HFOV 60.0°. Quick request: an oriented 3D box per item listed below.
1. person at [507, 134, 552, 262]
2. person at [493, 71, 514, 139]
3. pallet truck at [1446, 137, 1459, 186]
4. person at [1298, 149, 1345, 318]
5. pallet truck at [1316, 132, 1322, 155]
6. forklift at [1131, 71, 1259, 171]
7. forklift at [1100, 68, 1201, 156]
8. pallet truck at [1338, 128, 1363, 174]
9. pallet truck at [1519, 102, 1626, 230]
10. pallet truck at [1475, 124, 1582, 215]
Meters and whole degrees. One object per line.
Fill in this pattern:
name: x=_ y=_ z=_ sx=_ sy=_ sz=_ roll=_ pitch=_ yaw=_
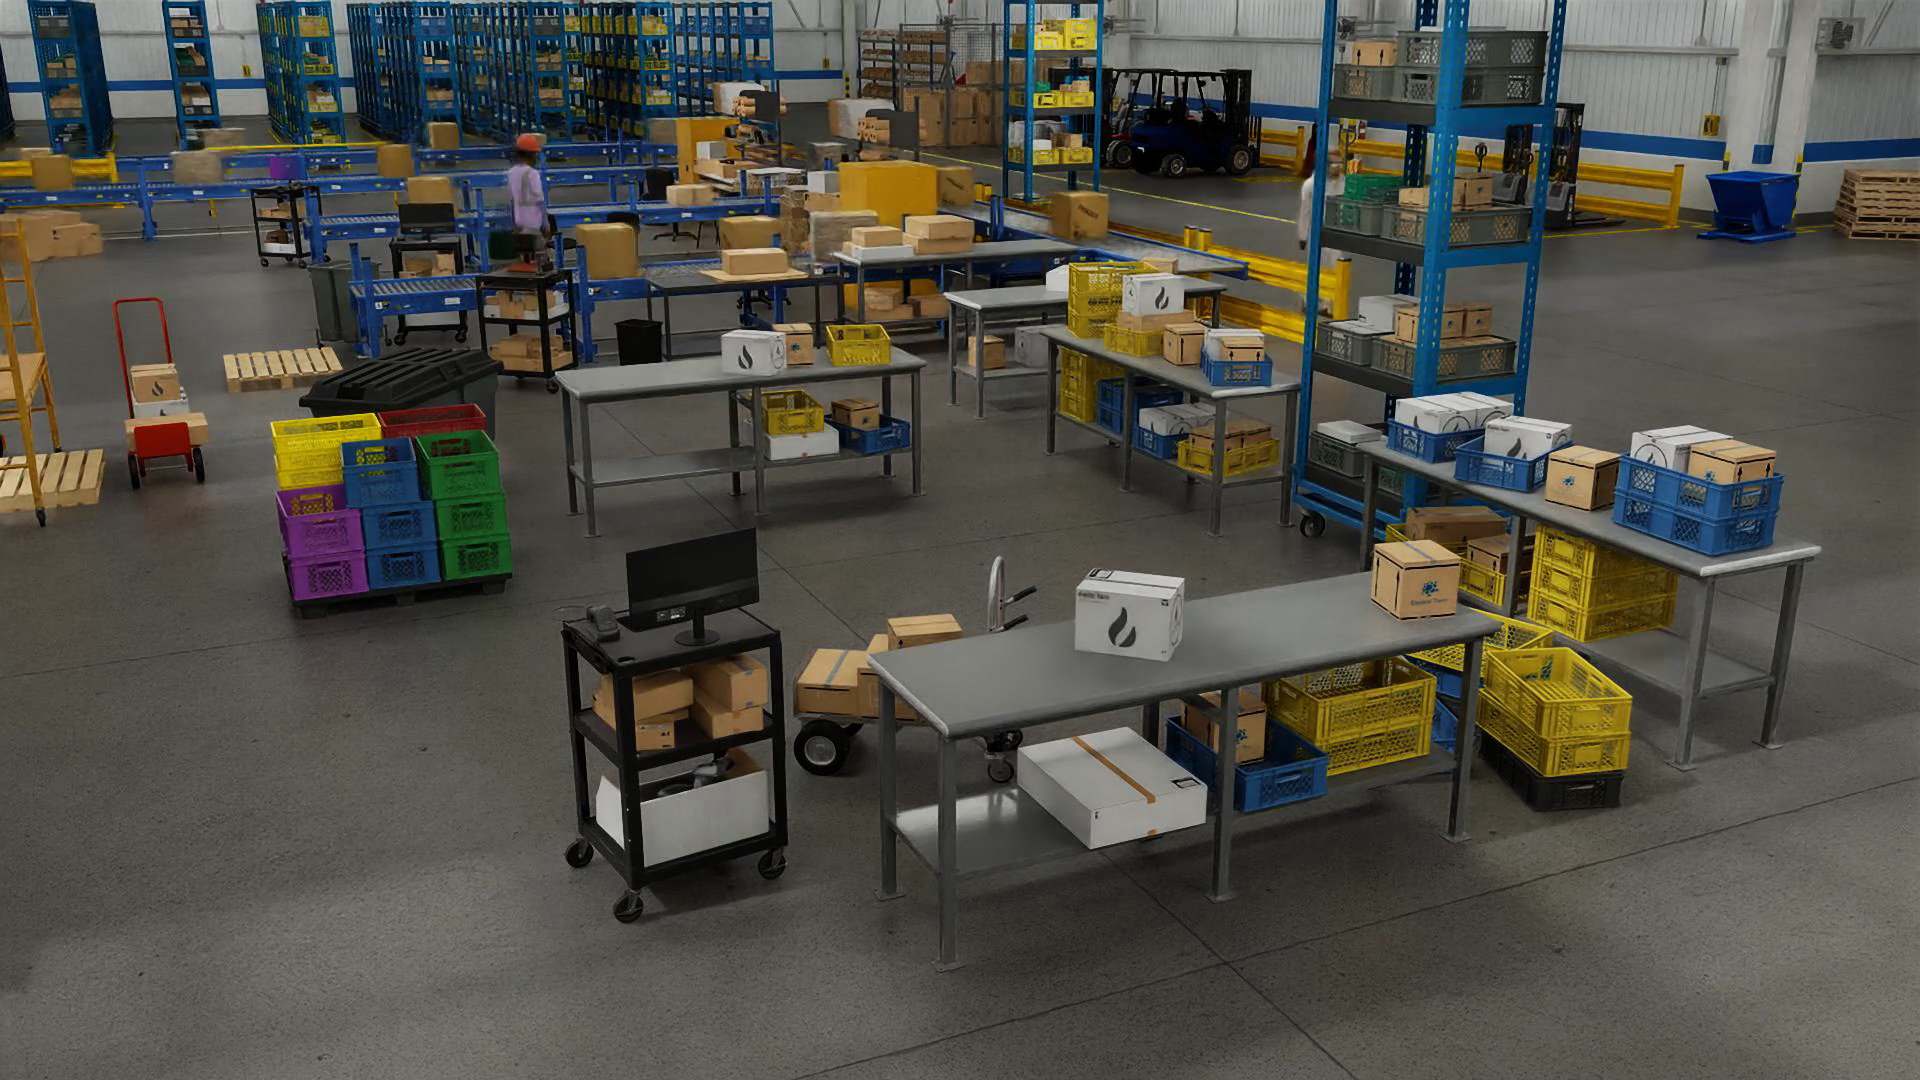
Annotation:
person: x=-5.124 y=-3.771 z=19.660 sx=1.043 sy=2.000 sz=0.625 roll=-14 pitch=22 yaw=-37
person: x=-12.509 y=-11.917 z=45.608 sx=0.800 sy=1.805 sz=0.589 roll=-6 pitch=19 yaw=-19
pallet truck: x=9.184 y=-6.485 z=29.328 sx=1.630 sy=1.274 sz=0.653 roll=-8 pitch=19 yaw=-23
person: x=4.168 y=-3.442 z=18.783 sx=0.643 sy=1.894 sz=0.424 roll=-6 pitch=18 yaw=-17
pallet truck: x=7.723 y=-7.504 z=32.656 sx=1.601 sy=1.201 sz=0.680 roll=-8 pitch=19 yaw=-23
forklift: x=4.998 y=-8.936 z=35.413 sx=2.680 sy=1.987 sz=1.157 roll=-9 pitch=20 yaw=-25
forklift: x=4.082 y=-9.564 z=37.410 sx=2.680 sy=1.987 sz=1.157 roll=-8 pitch=19 yaw=-23
pallet truck: x=7.845 y=-7.140 z=31.411 sx=1.522 sy=1.261 sz=0.704 roll=-9 pitch=20 yaw=-25
pallet truck: x=9.972 y=-6.037 z=26.785 sx=1.885 sy=1.965 sz=0.823 roll=-9 pitch=20 yaw=-25
pallet truck: x=9.707 y=-6.455 z=28.103 sx=1.885 sy=1.965 sz=0.823 roll=-7 pitch=19 yaw=-20
